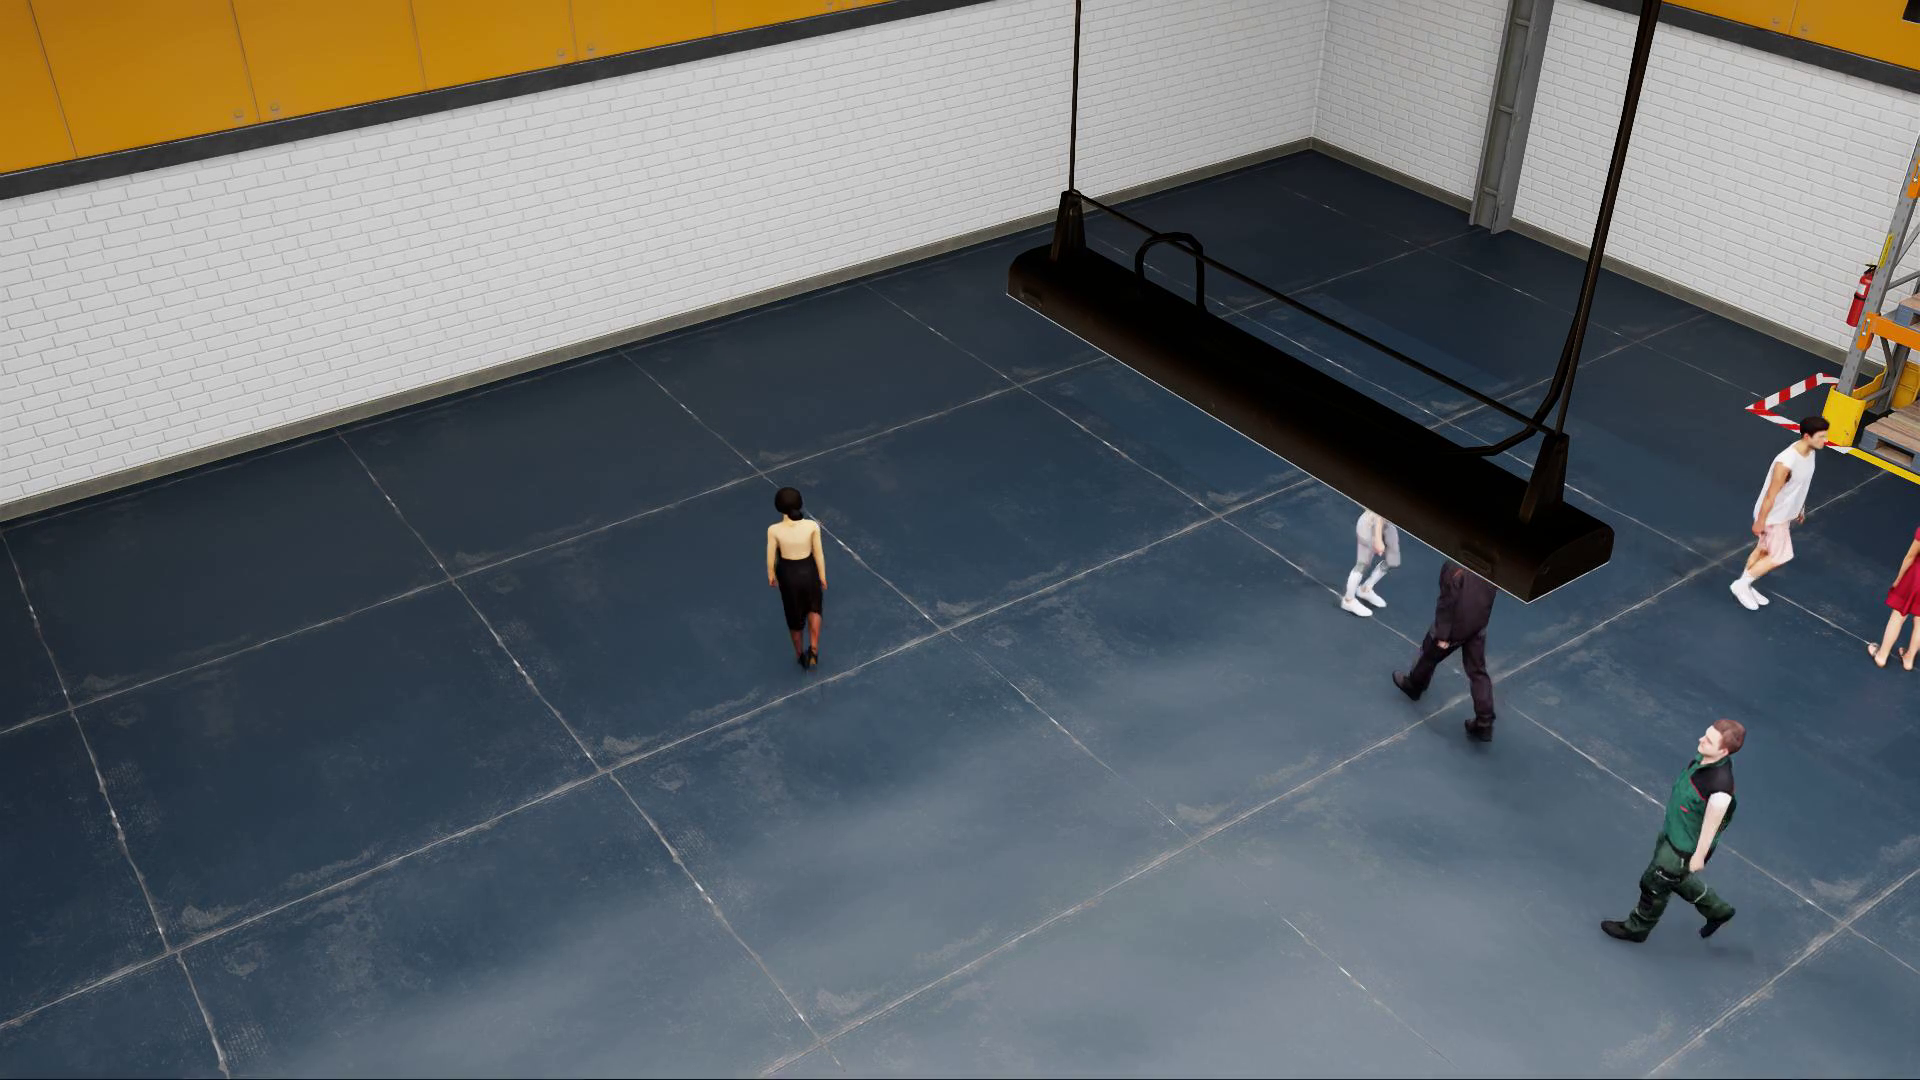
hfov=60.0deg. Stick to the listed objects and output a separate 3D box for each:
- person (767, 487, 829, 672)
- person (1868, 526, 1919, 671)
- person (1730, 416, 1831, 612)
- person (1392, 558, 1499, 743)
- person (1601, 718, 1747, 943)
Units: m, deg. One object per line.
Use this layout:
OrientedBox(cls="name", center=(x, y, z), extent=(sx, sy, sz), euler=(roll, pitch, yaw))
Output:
OrientedBox(cls="person", center=(-1.220, 0.346, 12.582), extent=(0.708, 1.649, 0.730), euler=(-4, 34, -6))
OrientedBox(cls="person", center=(7.371, 0.308, 12.728), extent=(0.682, 1.551, 0.742), euler=(3, 34, 4))
OrientedBox(cls="person", center=(6.504, -0.267, 13.393), extent=(0.696, 1.772, 0.698), euler=(29, 43, 36))
OrientedBox(cls="person", center=(3.683, 0.657, 11.984), extent=(0.868, 1.794, 1.241), euler=(-14, 36, -20))
OrientedBox(cls="person", center=(4.530, 1.827, 10.194), extent=(1.098, 1.827, 1.003), euler=(8, 34, 12))
